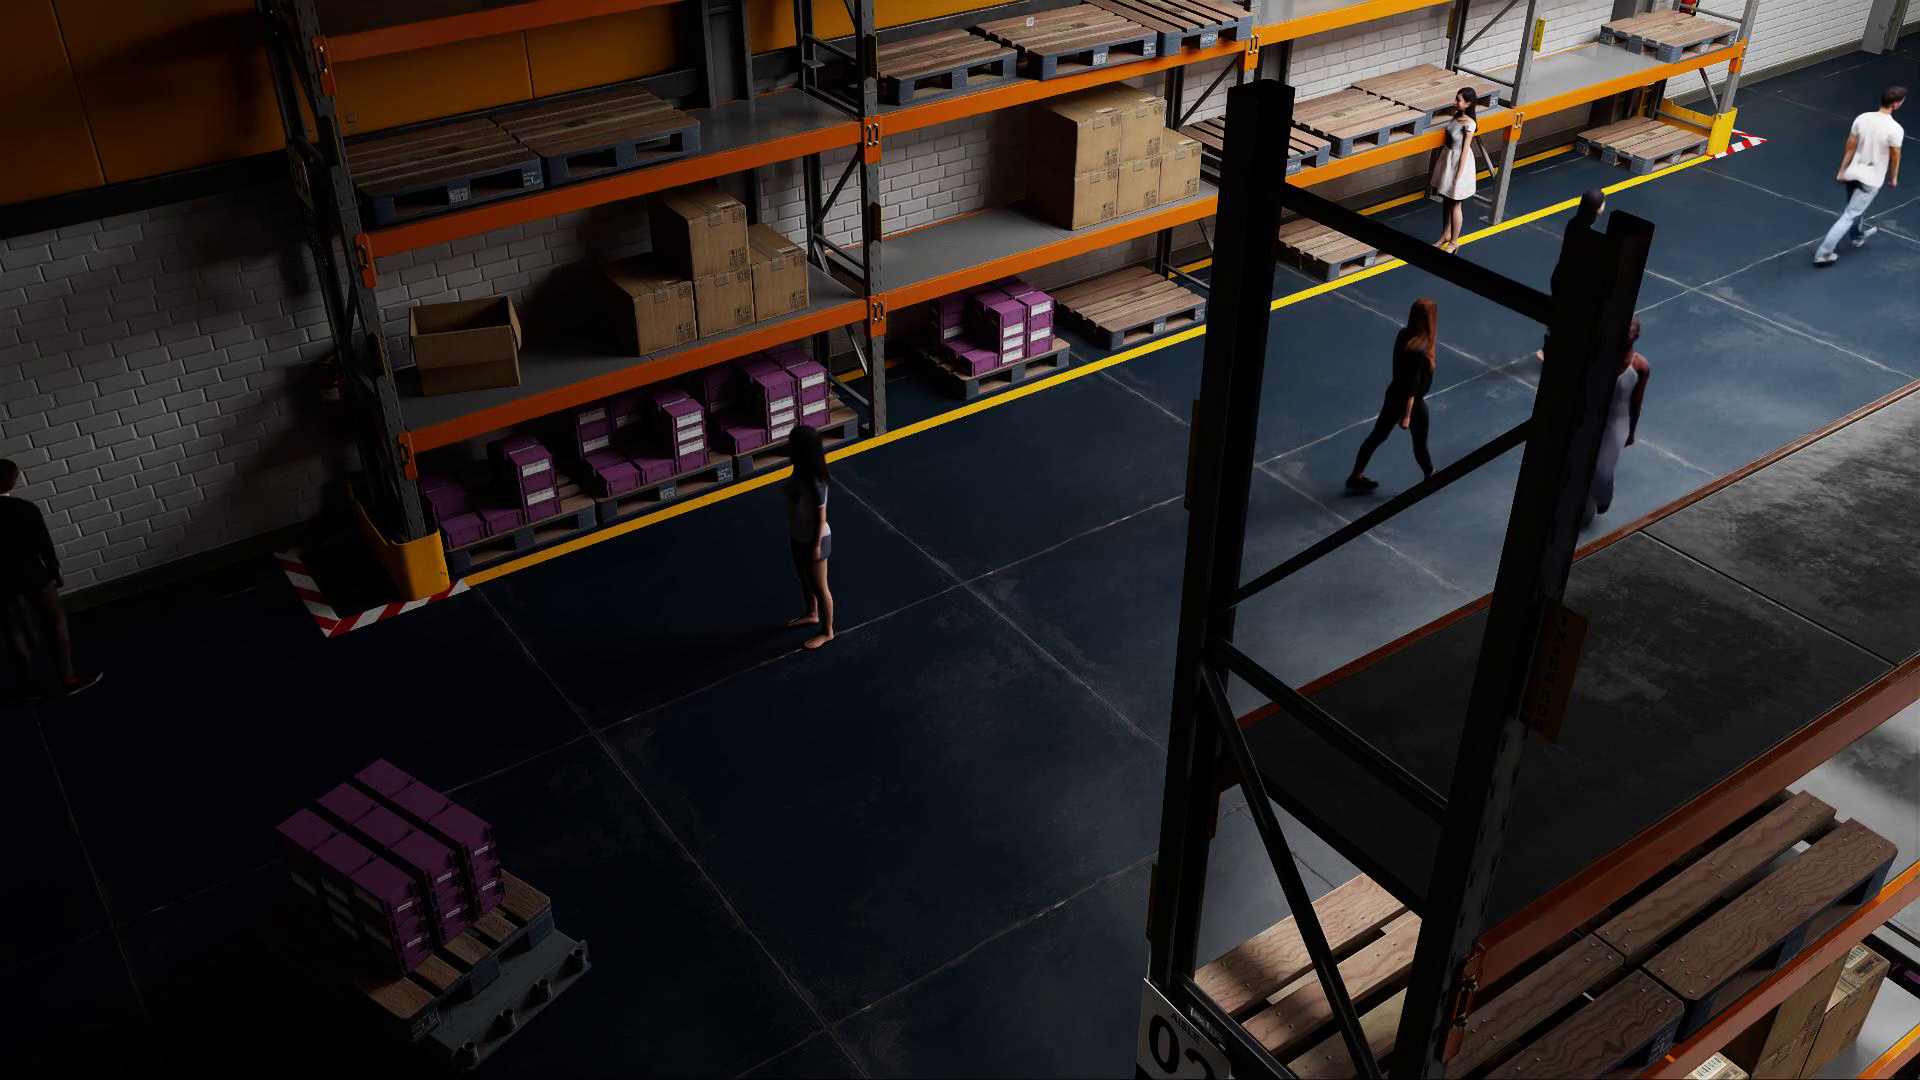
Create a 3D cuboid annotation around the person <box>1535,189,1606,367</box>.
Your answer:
[{"bbox_3d":[5.388,-2.308,14.877,0.759,1.725,0.715,-9,35,-13],"label":"person"}]

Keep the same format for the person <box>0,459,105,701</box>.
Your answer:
[{"bbox_3d":[-6.253,0.305,10.899,0.572,1.777,0.892,-22,40,-30],"label":"person"}]

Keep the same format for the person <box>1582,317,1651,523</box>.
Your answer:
[{"bbox_3d":[5.000,-0.902,12.720,0.718,1.772,0.642,-28,43,-35],"label":"person"}]

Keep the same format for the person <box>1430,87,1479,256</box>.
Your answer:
[{"bbox_3d":[5.072,-3.770,17.037,0.798,1.769,0.775,-3,34,-4],"label":"person"}]

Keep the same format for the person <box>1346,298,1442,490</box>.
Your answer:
[{"bbox_3d":[3.411,-1.087,13.096,1.232,1.664,0.983,-5,34,-7],"label":"person"}]

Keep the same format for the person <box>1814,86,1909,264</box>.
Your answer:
[{"bbox_3d":[9.065,-3.632,16.792,1.213,1.810,0.845,-15,36,-21],"label":"person"}]

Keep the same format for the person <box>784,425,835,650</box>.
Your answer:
[{"bbox_3d":[-1.040,-0.043,11.485,0.566,1.708,0.618,-16,37,-23],"label":"person"}]
